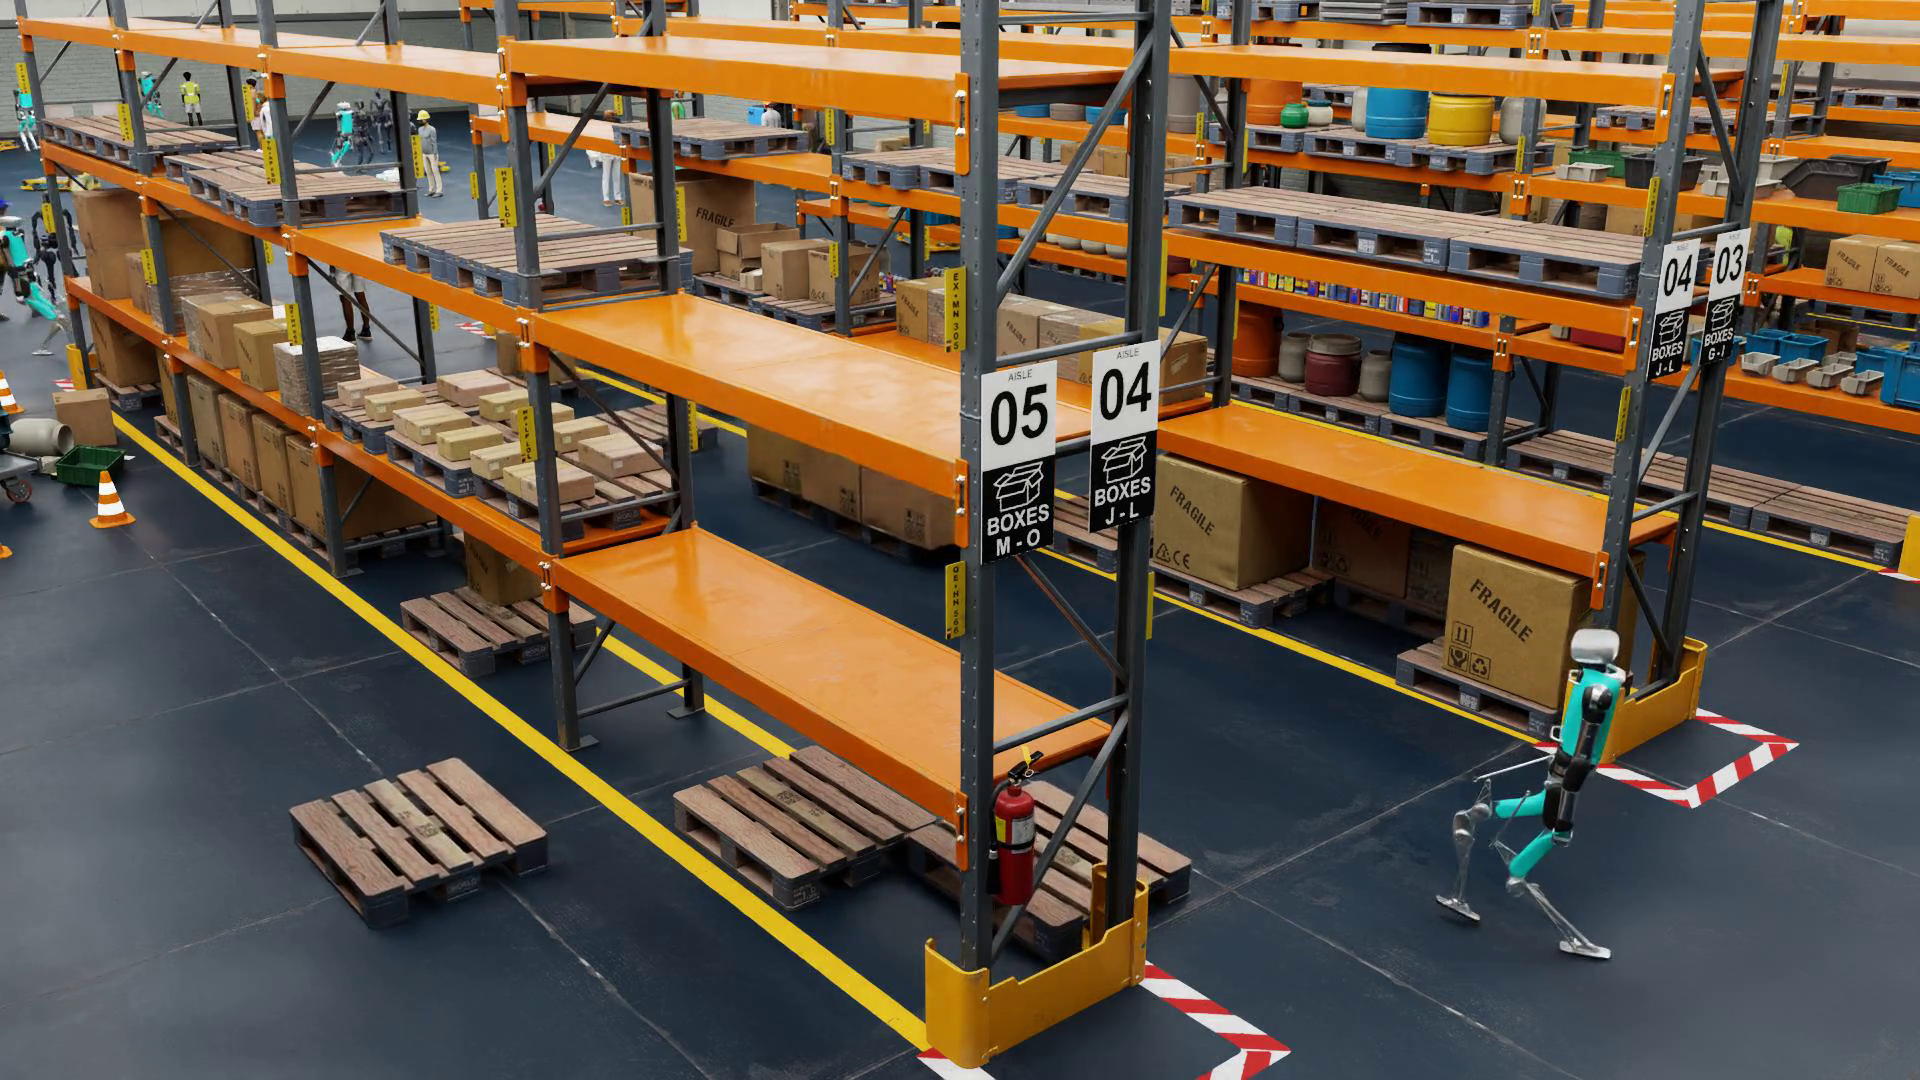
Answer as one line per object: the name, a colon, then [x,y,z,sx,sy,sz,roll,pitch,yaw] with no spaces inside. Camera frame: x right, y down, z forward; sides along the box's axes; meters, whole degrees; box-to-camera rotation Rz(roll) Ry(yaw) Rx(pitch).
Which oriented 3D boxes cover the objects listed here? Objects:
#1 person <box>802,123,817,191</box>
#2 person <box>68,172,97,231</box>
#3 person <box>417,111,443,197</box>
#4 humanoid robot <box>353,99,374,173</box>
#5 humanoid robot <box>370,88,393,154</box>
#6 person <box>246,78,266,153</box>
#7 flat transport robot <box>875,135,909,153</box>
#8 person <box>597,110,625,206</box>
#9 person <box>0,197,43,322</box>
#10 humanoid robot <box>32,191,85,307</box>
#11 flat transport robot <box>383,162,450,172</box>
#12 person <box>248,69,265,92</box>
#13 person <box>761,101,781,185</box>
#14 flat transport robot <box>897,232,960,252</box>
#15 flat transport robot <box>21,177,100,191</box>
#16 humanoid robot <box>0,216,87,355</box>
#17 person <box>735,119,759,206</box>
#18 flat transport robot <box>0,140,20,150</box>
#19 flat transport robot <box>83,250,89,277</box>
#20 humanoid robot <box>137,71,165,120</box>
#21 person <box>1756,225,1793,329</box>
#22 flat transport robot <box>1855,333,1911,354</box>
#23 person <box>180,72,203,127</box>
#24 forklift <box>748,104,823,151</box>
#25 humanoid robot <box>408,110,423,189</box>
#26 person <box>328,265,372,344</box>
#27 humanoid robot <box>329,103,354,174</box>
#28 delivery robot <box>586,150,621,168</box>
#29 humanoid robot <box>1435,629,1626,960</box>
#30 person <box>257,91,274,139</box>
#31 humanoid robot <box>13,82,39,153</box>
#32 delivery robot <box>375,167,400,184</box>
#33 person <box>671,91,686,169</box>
person: [-3.388,-8.331,35.422,0.742,1.737,0.563,10,22,26]
person: [-16.012,-6.569,30.245,0.437,1.854,0.707,13,23,33]
person: [-10.999,-7.984,34.416,0.515,1.757,0.333,12,23,31]
humanoid robot: [-13.740,-9.274,38.196,0.410,1.647,0.600,3,20,10]
humanoid robot: [-14.575,-10.582,42.021,0.587,1.630,0.793,-3,20,-9]
person: [-17.791,-10.735,42.091,0.388,1.855,0.797,-1,19,-3]
flat transport robot: [-1.375,-8.189,37.242,0.659,0.231,1.431,-8,21,-22]
person: [-6.959,-7.623,33.195,0.583,1.882,0.337,-16,25,-37]
person: [-12.995,-3.853,22.766,0.457,1.683,0.826,10,22,27]
humanoid robot: [-12.818,-4.129,23.586,0.503,1.634,0.613,17,26,40]
flat transport robot: [-12.487,-8.540,38.240,0.659,0.231,1.431,10,22,27]
person: [-20.018,-12.615,47.434,0.402,1.870,0.494,10,22,27]
person: [-4.127,-8.720,36.315,0.385,1.890,0.564,17,26,40]
flat transport robot: [-0.539,-5.158,28.615,0.659,0.231,1.431,-7,21,-20]
flat transport robot: [-19.280,-7.623,35.632,1.431,0.231,0.659,4,20,12]
humanoid robot: [-11.320,-3.093,20.629,0.870,1.842,0.548,-2,19,-5]
person: [-4.425,-7.483,33.039,0.734,1.718,0.476,2,19,4]
flat transport robot: [-25.106,-10.164,42.862,1.431,0.231,0.659,2,19,6]
flat transport robot: [-12.103,-3.749,24.605,0.659,0.231,1.431,10,22,27]
humanoid robot: [-22.498,-12.198,46.572,0.562,1.859,0.879,2,19,6]
person: [10.776,-3.585,22.006,0.558,1.681,0.487,-8,21,-22]
flat transport robot: [11.270,-2.405,20.782,0.659,0.231,1.431,-15,24,-36]
person: [-21.647,-12.323,46.854,0.532,1.694,0.320,-14,24,-34]
forklift: [-4.526,-11.368,42.374,1.129,2.768,1.873,-15,24,-37]
humanoid robot: [-11.721,-8.347,35.561,0.326,1.653,0.586,1,19,4]
person: [-7.875,-3.509,21.366,0.361,1.963,0.612,11,22,28]
humanoid robot: [-13.592,-8.624,36.333,0.824,1.807,0.560,5,20,15]
delivery robot: [-8.447,-9.110,39.443,0.773,0.601,0.507,-9,21,-25]
humanoid robot: [2.779,1.249,8.262,1.050,1.772,0.530,7,21,20]
person: [-15.557,-9.134,37.452,0.372,1.917,0.489,-6,20,-17]
humanoid robot: [-23.783,-10.754,42.305,0.705,1.778,0.530,15,24,36]
delivery robot: [-11.965,-7.560,35.000,0.499,0.581,0.767,7,21,20]
person: [-6.446,-9.416,38.160,0.402,1.979,0.483,1,19,2]
